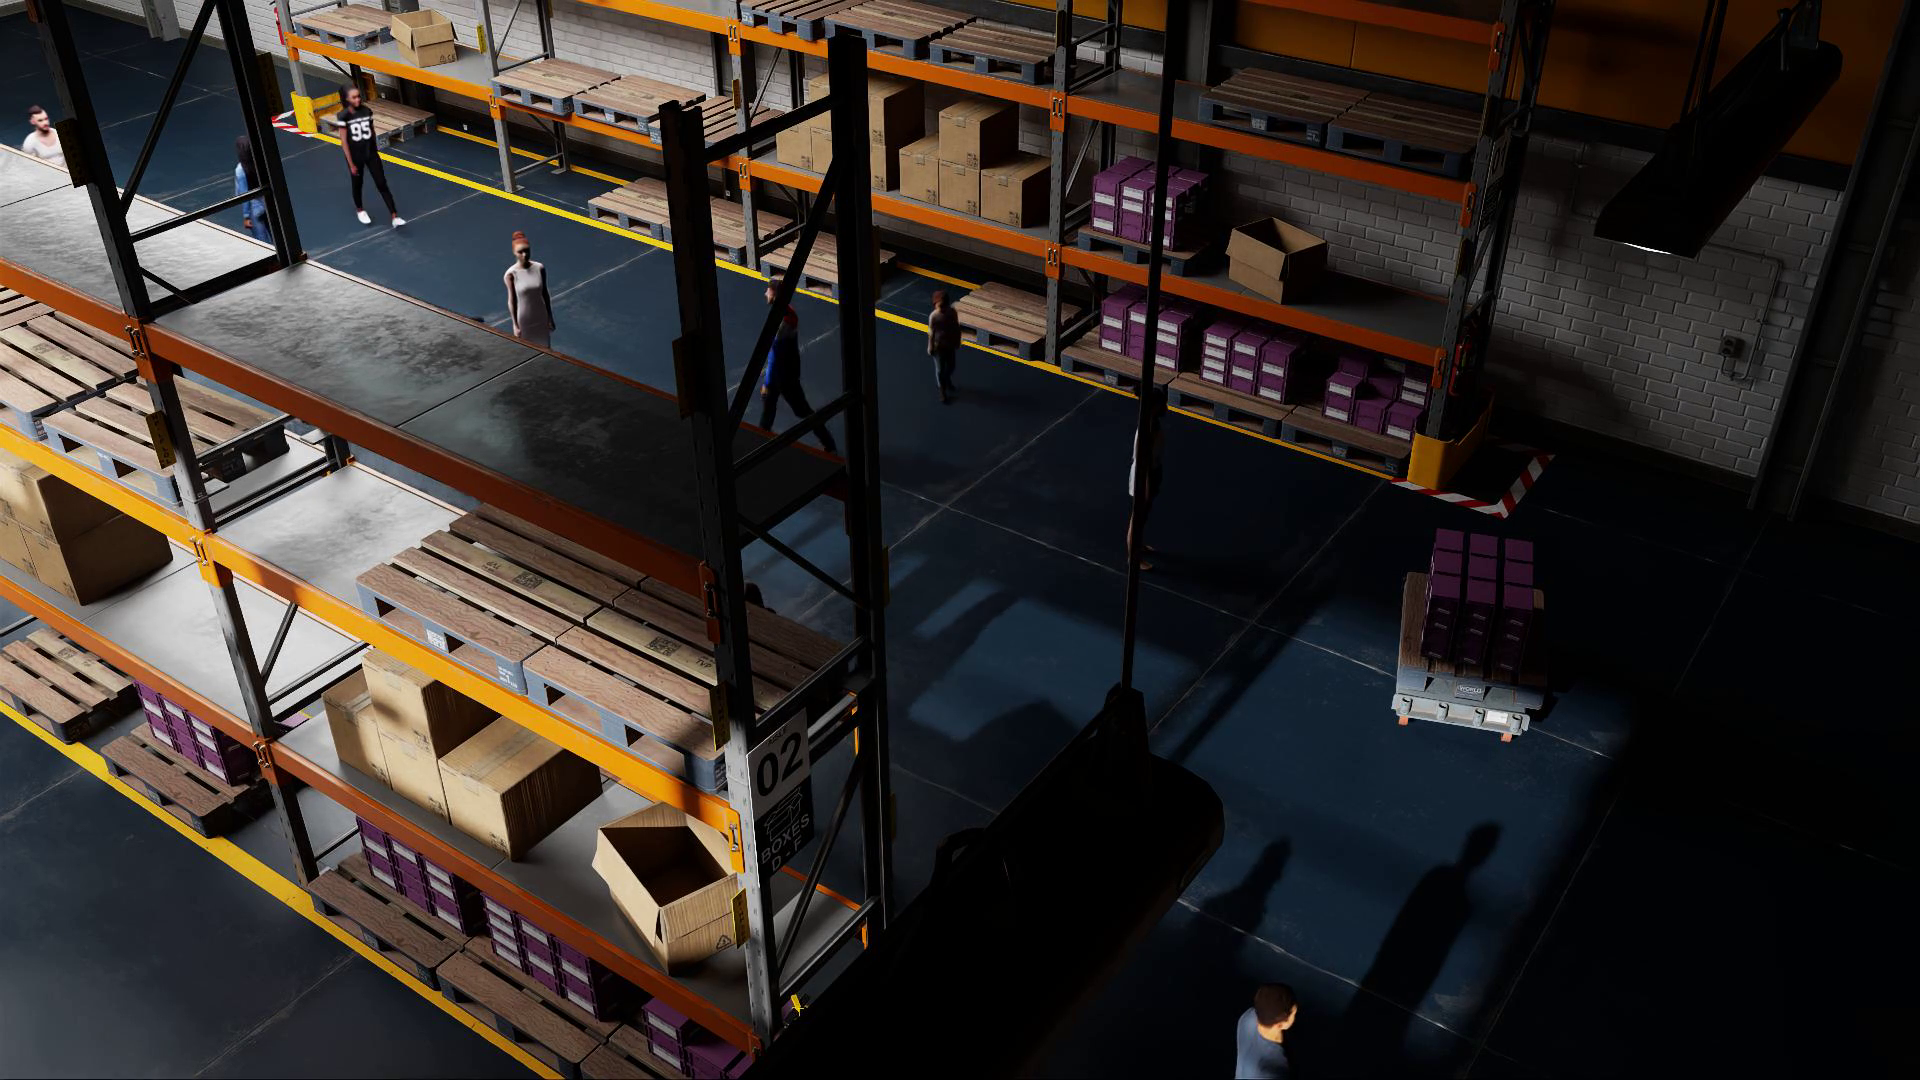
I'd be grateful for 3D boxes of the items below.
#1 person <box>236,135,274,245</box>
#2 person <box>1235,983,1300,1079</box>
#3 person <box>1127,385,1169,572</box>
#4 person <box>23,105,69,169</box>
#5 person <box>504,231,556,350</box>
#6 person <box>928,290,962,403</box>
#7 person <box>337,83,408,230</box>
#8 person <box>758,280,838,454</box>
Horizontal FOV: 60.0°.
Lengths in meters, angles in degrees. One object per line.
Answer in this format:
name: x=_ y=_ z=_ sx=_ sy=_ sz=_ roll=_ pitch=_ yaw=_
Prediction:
person: x=-7.573 y=-3.562 z=18.041 sx=0.598 sy=1.712 sz=0.652 roll=12 pitch=35 yaw=17
person: x=1.489 y=2.866 z=8.284 sx=0.784 sy=1.810 sz=0.715 roll=-7 pitch=34 yaw=-10
person: x=1.517 y=-0.526 z=13.569 sx=0.638 sy=1.608 sz=0.641 roll=6 pitch=34 yaw=9
person: x=-10.038 y=-3.954 z=18.518 sx=0.538 sy=1.838 sz=0.656 roll=22 pitch=40 yaw=30
person: x=-4.044 y=-2.055 z=15.703 sx=0.619 sy=1.792 sz=0.575 roll=-22 pitch=40 yaw=-30
person: x=-0.165 y=-1.904 z=16.029 sx=0.634 sy=1.179 sz=0.699 roll=-16 pitch=37 yaw=-23
person: x=-7.036 y=-4.469 z=19.427 sx=0.779 sy=1.689 sz=1.183 roll=-28 pitch=43 yaw=-35
person: x=-1.489 y=-1.489 z=14.922 sx=1.276 sy=1.714 sz=1.053 roll=2 pitch=34 yaw=4
